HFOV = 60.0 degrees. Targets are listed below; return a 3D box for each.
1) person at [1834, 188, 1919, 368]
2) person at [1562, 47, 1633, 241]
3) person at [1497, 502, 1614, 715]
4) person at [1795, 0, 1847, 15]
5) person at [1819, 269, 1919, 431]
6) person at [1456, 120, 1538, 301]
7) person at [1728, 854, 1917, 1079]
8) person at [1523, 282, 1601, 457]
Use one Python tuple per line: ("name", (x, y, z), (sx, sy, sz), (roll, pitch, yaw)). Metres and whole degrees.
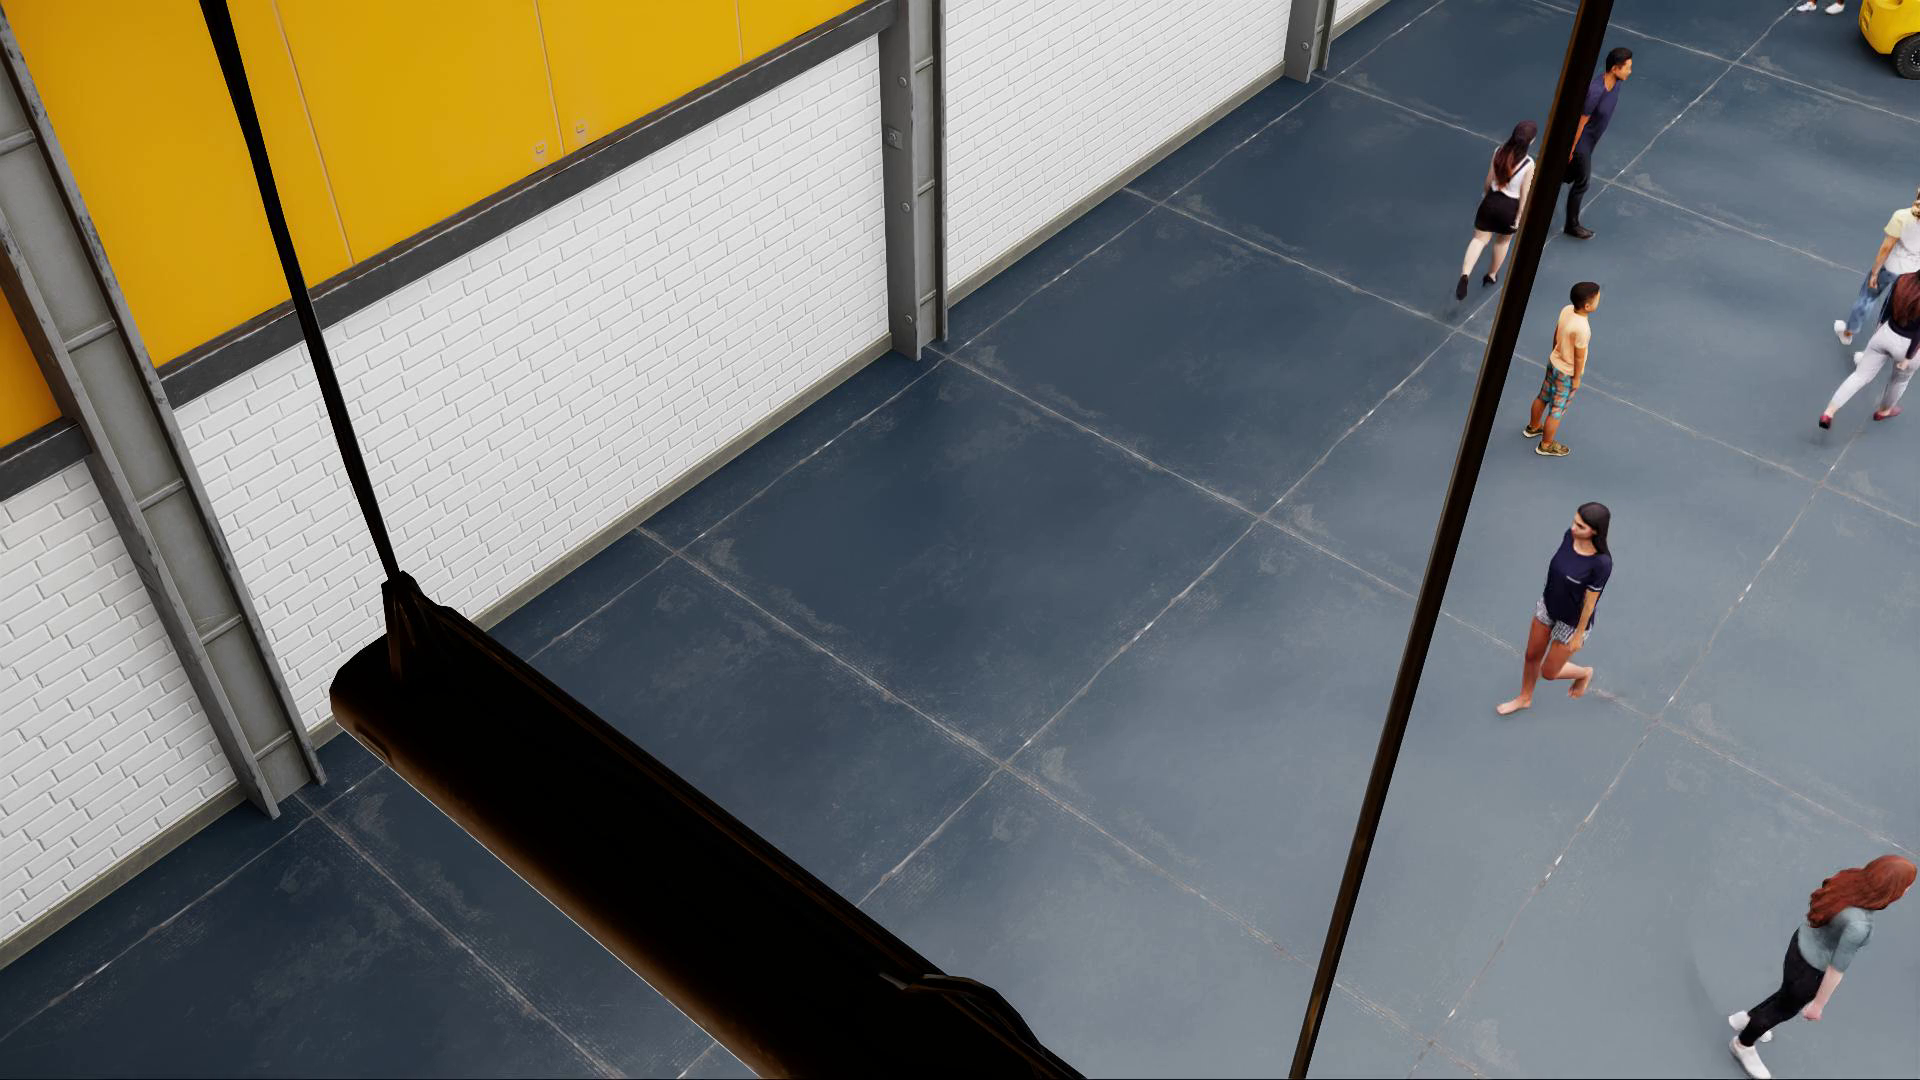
("person", (7.286, -2.005, 12.846), (0.875, 1.702, 1.001), (8, 44, 9))
("person", (5.271, -3.447, 14.320), (0.692, 1.756, 0.955), (33, 53, 30))
("person", (3.792, 0.448, 10.234), (0.934, 1.752, 0.814), (-15, 46, -15))
("person", (9.419, -6.264, 17.377), (0.873, 1.619, 0.731), (-19, 47, -19))
("person", (6.897, -1.424, 12.328), (1.160, 1.576, 0.899), (-19, 47, -19))
("person", (4.368, -2.651, 13.578), (0.570, 1.628, 0.953), (29, 51, 27))
("person", (4.317, 2.114, 8.511), (0.879, 1.717, 0.659), (26, 49, 25))
("person", (4.455, -1.280, 12.260), (0.647, 1.461, 0.601), (-8, 44, -8))
